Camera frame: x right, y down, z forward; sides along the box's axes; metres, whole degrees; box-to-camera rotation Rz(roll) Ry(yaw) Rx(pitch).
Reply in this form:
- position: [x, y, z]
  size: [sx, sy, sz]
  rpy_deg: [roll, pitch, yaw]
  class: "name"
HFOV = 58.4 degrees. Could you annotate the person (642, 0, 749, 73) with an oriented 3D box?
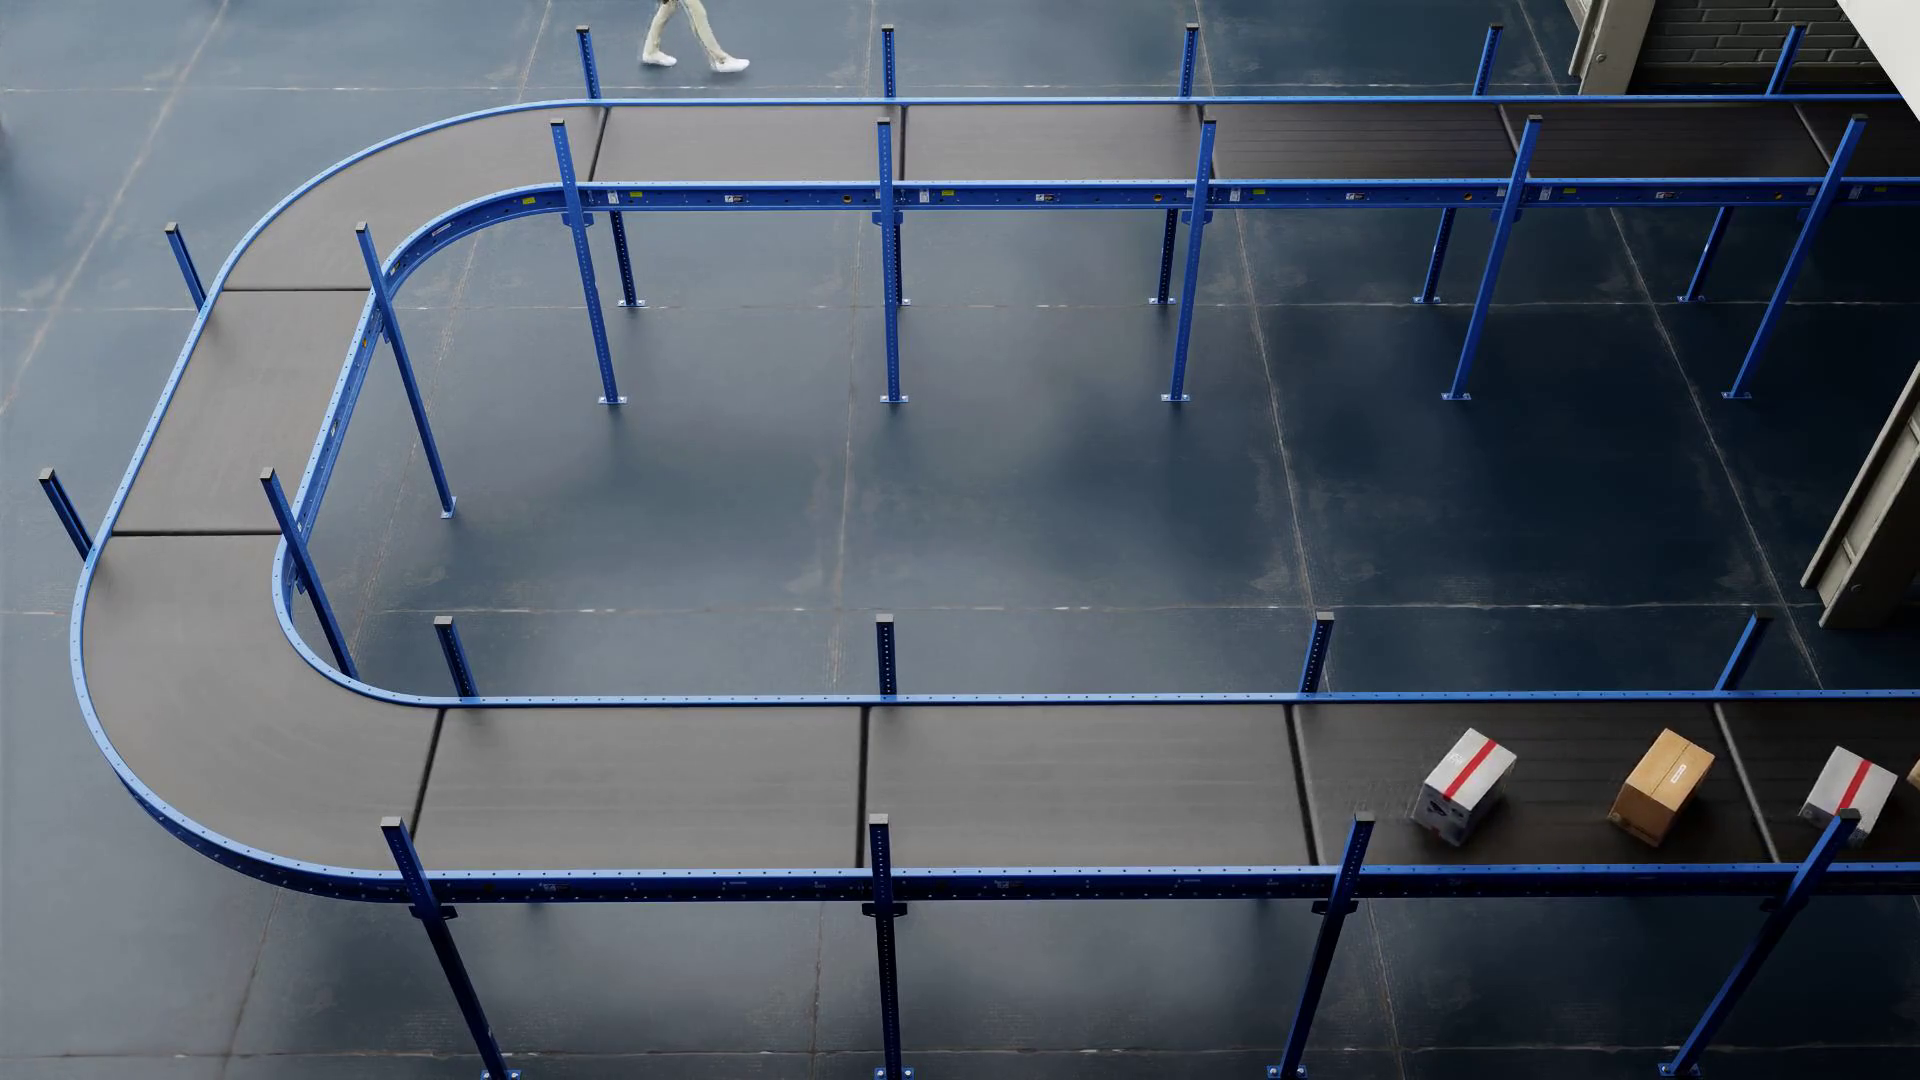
- position: [-2.360, -4.808, 14.527]
  size: [0.966, 1.821, 0.503]
  rpy_deg: [1, 47, 1]
  class: "person"
